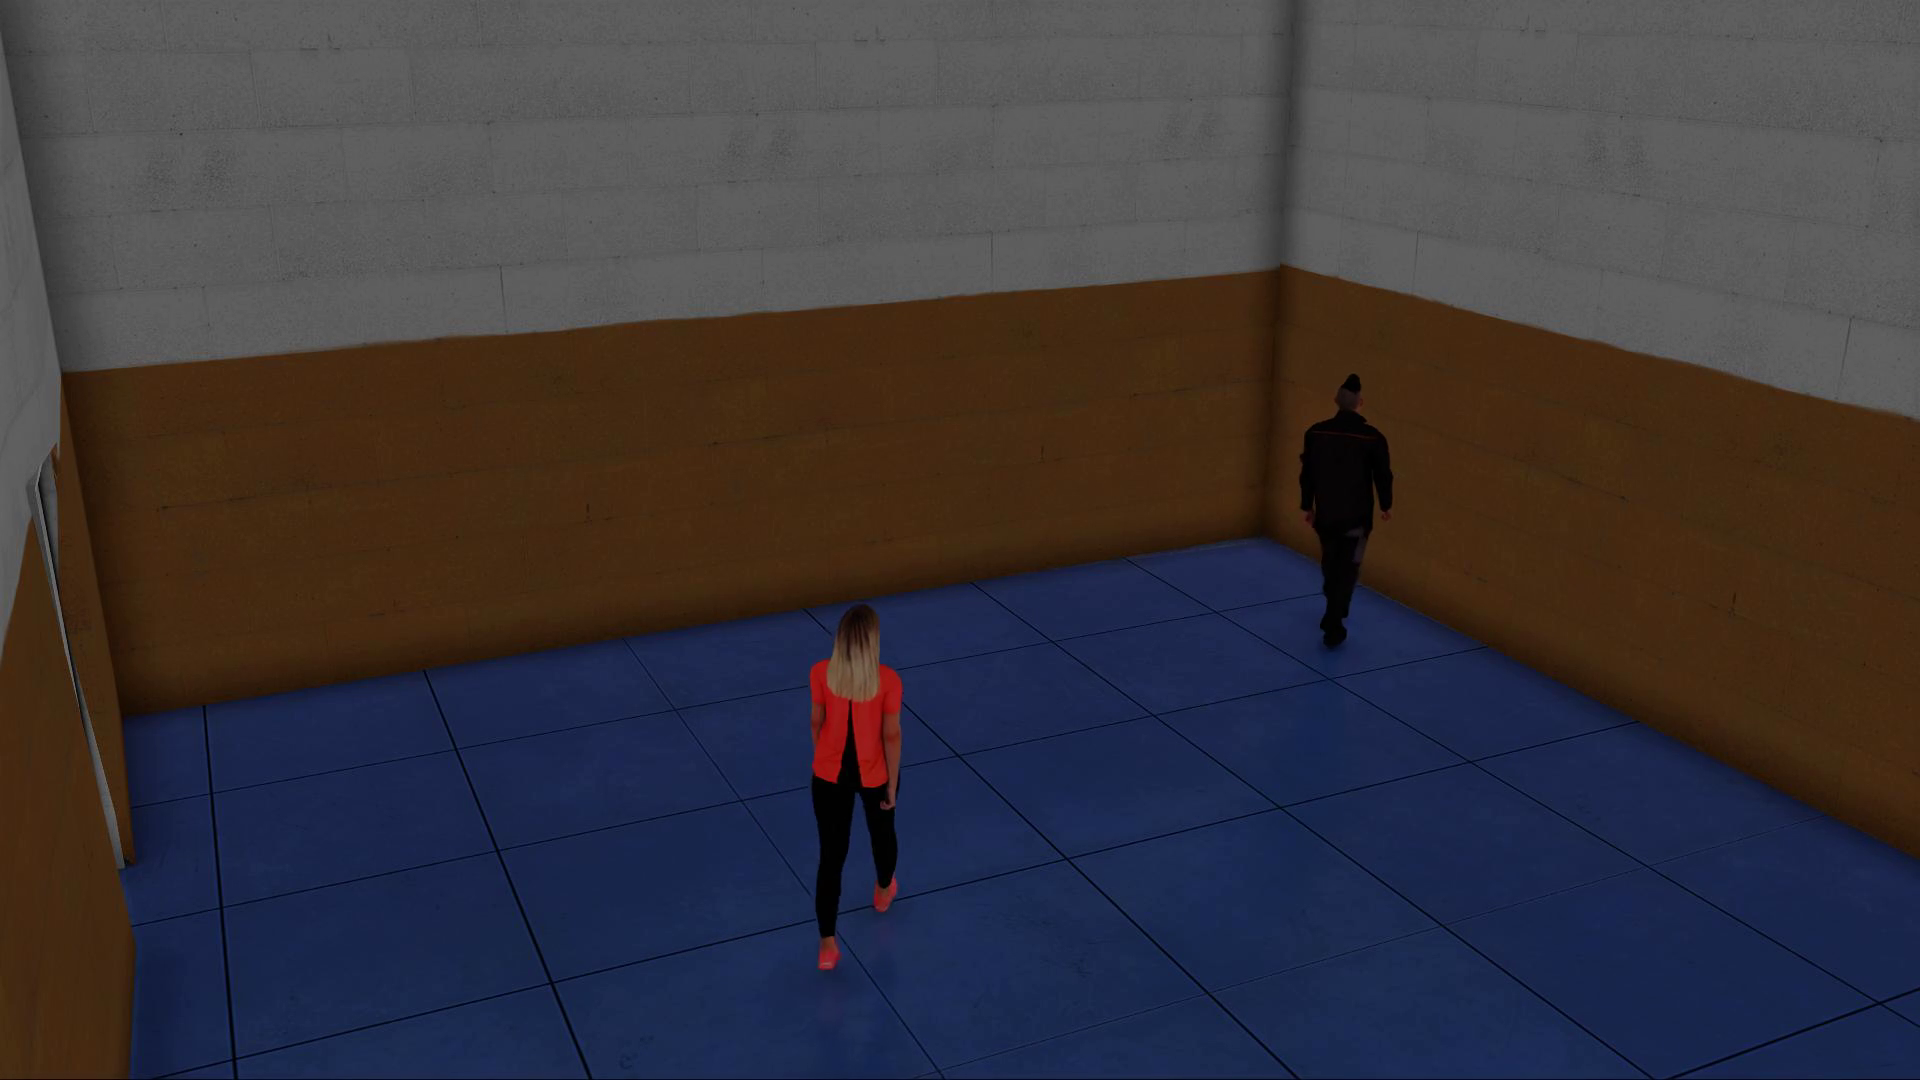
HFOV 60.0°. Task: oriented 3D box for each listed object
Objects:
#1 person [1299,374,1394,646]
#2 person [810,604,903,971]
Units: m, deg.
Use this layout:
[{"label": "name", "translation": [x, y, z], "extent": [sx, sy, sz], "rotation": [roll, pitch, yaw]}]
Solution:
[{"label": "person", "translation": [2.573, -0.183, 11.171], "extent": [1.070, 1.826, 1.215], "rotation": [13, 22, 33]}, {"label": "person", "translation": [-0.507, 1.141, 7.549], "extent": [1.168, 1.654, 1.059], "rotation": [2, 19, 5]}]
